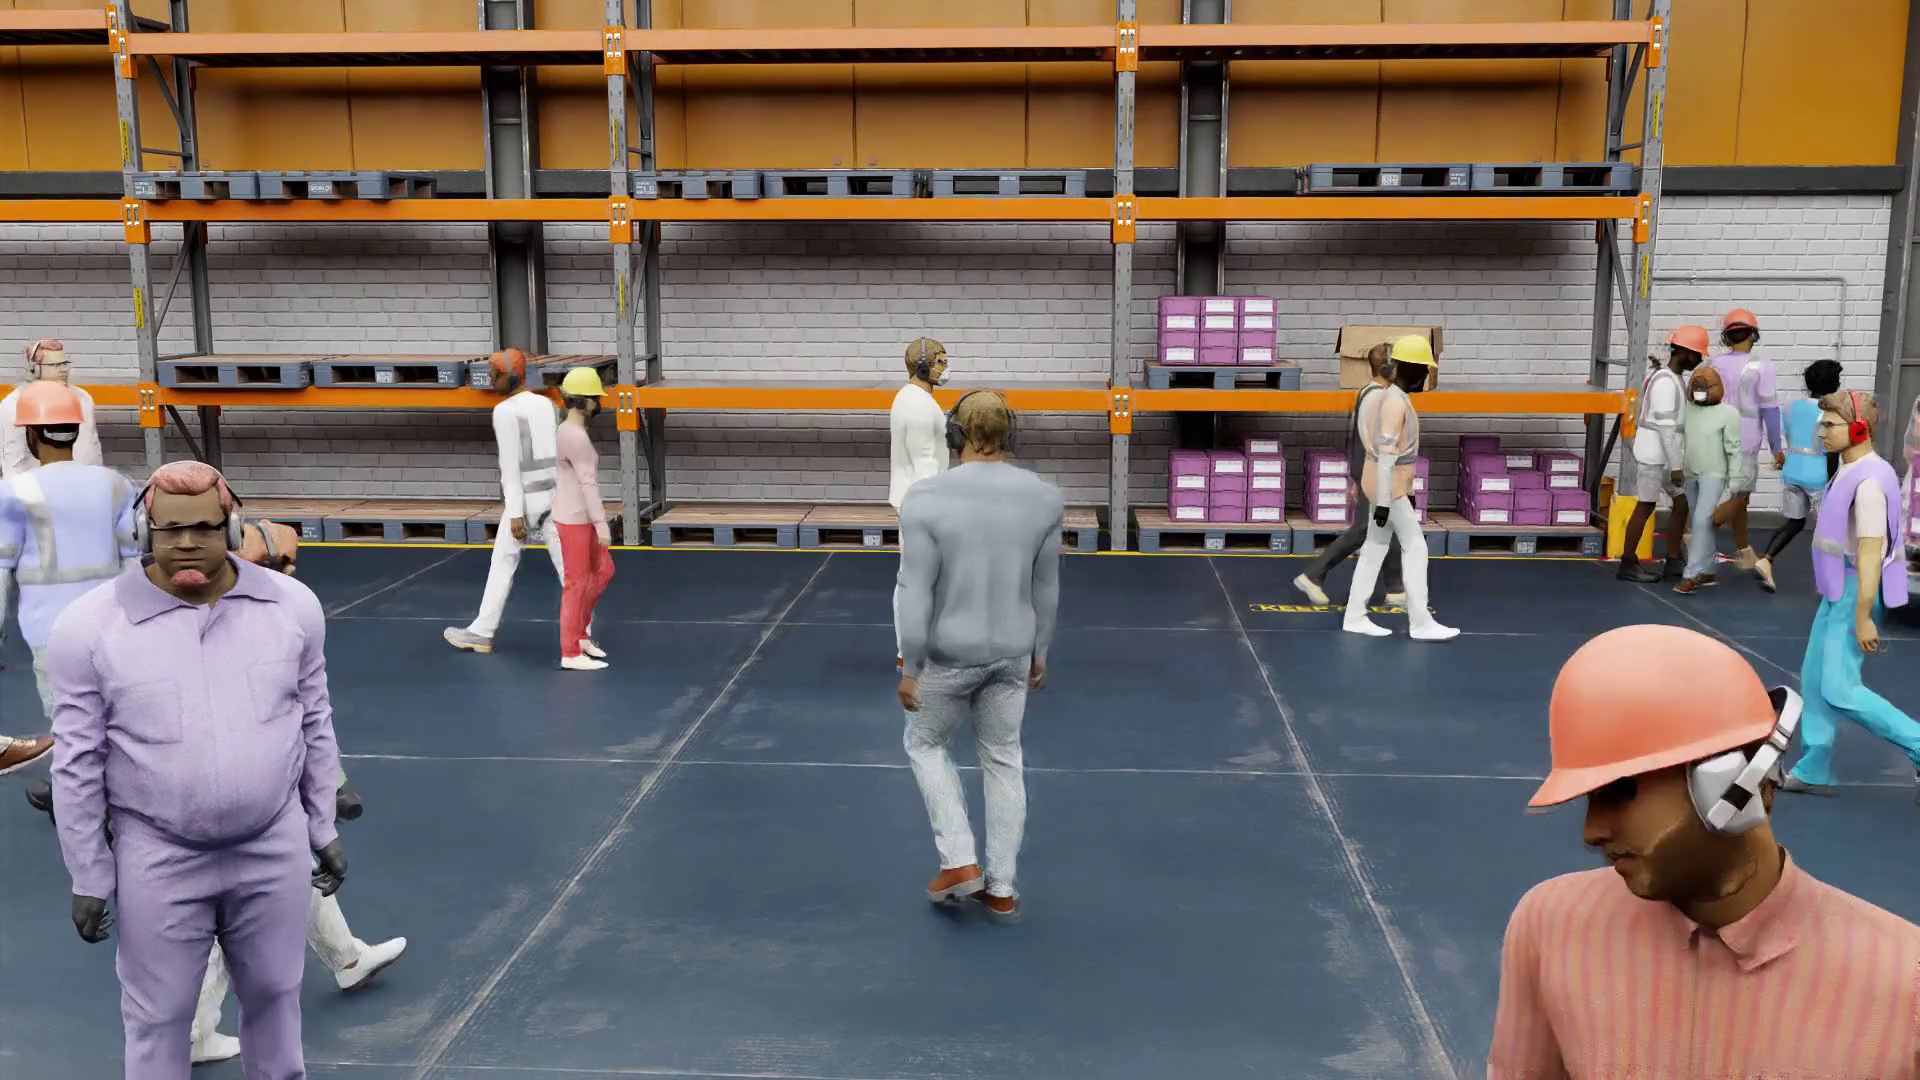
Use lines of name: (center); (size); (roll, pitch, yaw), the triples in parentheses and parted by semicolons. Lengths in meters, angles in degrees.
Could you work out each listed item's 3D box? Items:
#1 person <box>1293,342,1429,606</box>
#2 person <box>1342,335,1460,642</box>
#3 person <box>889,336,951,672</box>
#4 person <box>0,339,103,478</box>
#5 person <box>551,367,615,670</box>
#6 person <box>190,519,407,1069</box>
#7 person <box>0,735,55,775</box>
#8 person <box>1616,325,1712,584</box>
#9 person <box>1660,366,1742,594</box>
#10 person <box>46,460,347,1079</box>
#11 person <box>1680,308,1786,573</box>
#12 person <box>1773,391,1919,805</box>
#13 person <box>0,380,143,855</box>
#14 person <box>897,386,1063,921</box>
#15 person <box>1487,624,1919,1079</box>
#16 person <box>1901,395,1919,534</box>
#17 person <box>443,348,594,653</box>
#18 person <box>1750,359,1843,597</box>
person: (2.726, -0.428, 11.235); (0.885, 1.816, 0.517); (1, 10, 6)
person: (2.781, -0.309, 10.270); (0.832, 1.890, 0.612); (2, 10, 11)
person: (-0.208, -0.166, 9.311); (0.368, 1.939, 0.632); (-2, 10, -10)
person: (-5.355, -0.244, 9.888); (0.454, 1.893, 0.671); (4, 10, 21)
person: (-2.145, -0.111, 9.538); (0.424, 1.752, 0.520); (-2, 10, -14)
person: (-2.074, 0.737, 5.027); (0.522, 1.592, 0.849); (9, 13, 44)
person: (-4.681, 0.213, 7.439); (0.970, 1.817, 0.533); (-6, 12, -33)
person: (5.115, -0.590, 11.933); (0.743, 1.886, 0.568); (6, 12, 33)
person: (5.202, -0.424, 11.778); (0.743, 1.598, 0.533); (-5, 11, -29)
person: (-1.811, 0.753, 4.031); (0.651, 1.904, 0.403); (-8, 12, -38)
person: (5.696, -0.715, 12.352); (0.915, 2.004, 0.640); (-3, 10, -19)
person: (3.901, 0.266, 7.148); (0.684, 1.818, 0.564); (4, 10, 22)
person: (-3.591, 0.321, 6.594); (0.975, 1.889, 0.552); (5, 11, 29)
person: (0.062, 0.413, 5.973); (0.656, 1.920, 0.462); (-5, 11, -25)
person: (0.930, 1.081, 2.053); (0.668, 1.950, 0.506); (8, 12, 38)
person: (6.954, -0.522, 11.847); (0.646, 1.791, 0.975); (-7, 12, -35)
person: (-2.615, -0.229, 9.980); (0.864, 1.834, 0.657); (5, 11, 25)
person: (5.904, -0.421, 11.554); (0.677, 1.675, 0.548); (-3, 10, -16)
